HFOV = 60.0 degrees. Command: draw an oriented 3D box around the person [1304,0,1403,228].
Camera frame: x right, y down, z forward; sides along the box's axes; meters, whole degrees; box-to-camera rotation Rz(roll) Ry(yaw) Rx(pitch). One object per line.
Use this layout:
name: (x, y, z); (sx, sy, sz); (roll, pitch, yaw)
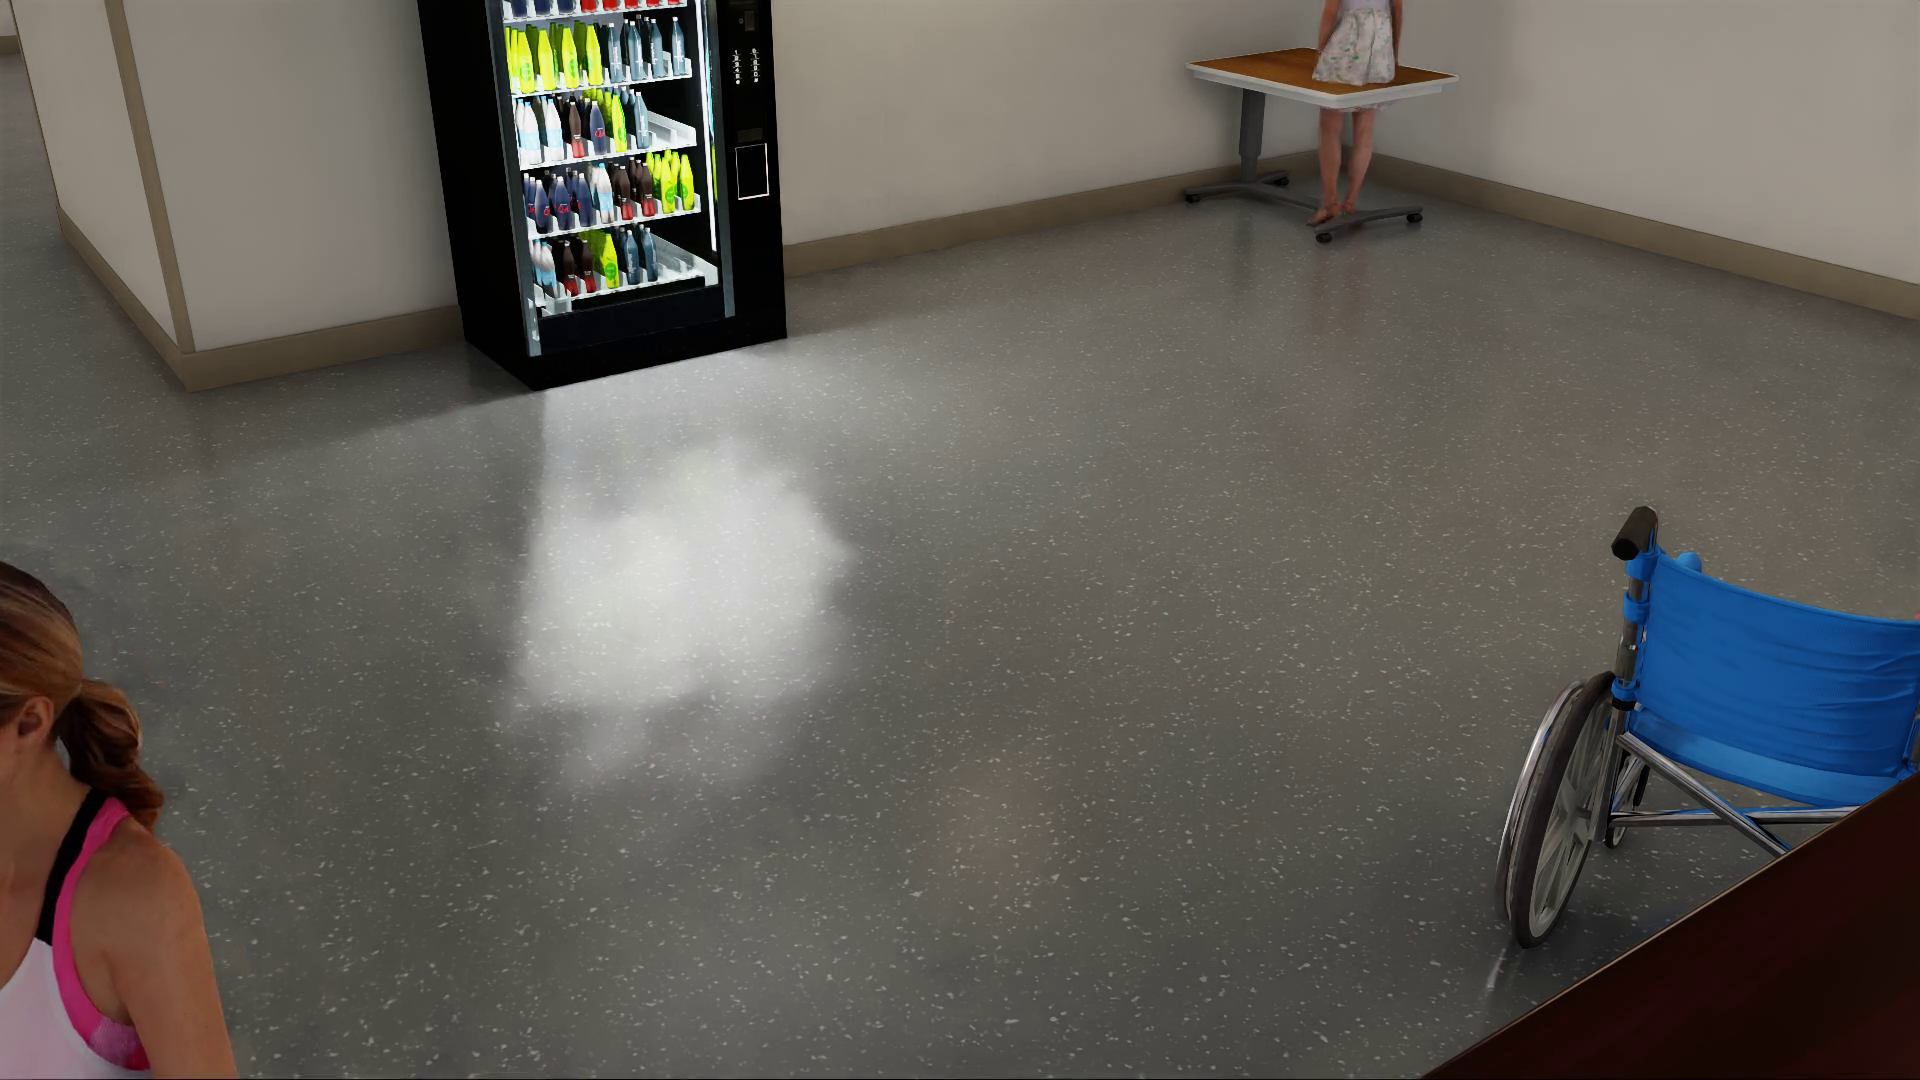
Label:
person: (2.166, -2.562, 8.973); (0.723, 1.757, 0.847); (2, 26, 4)
